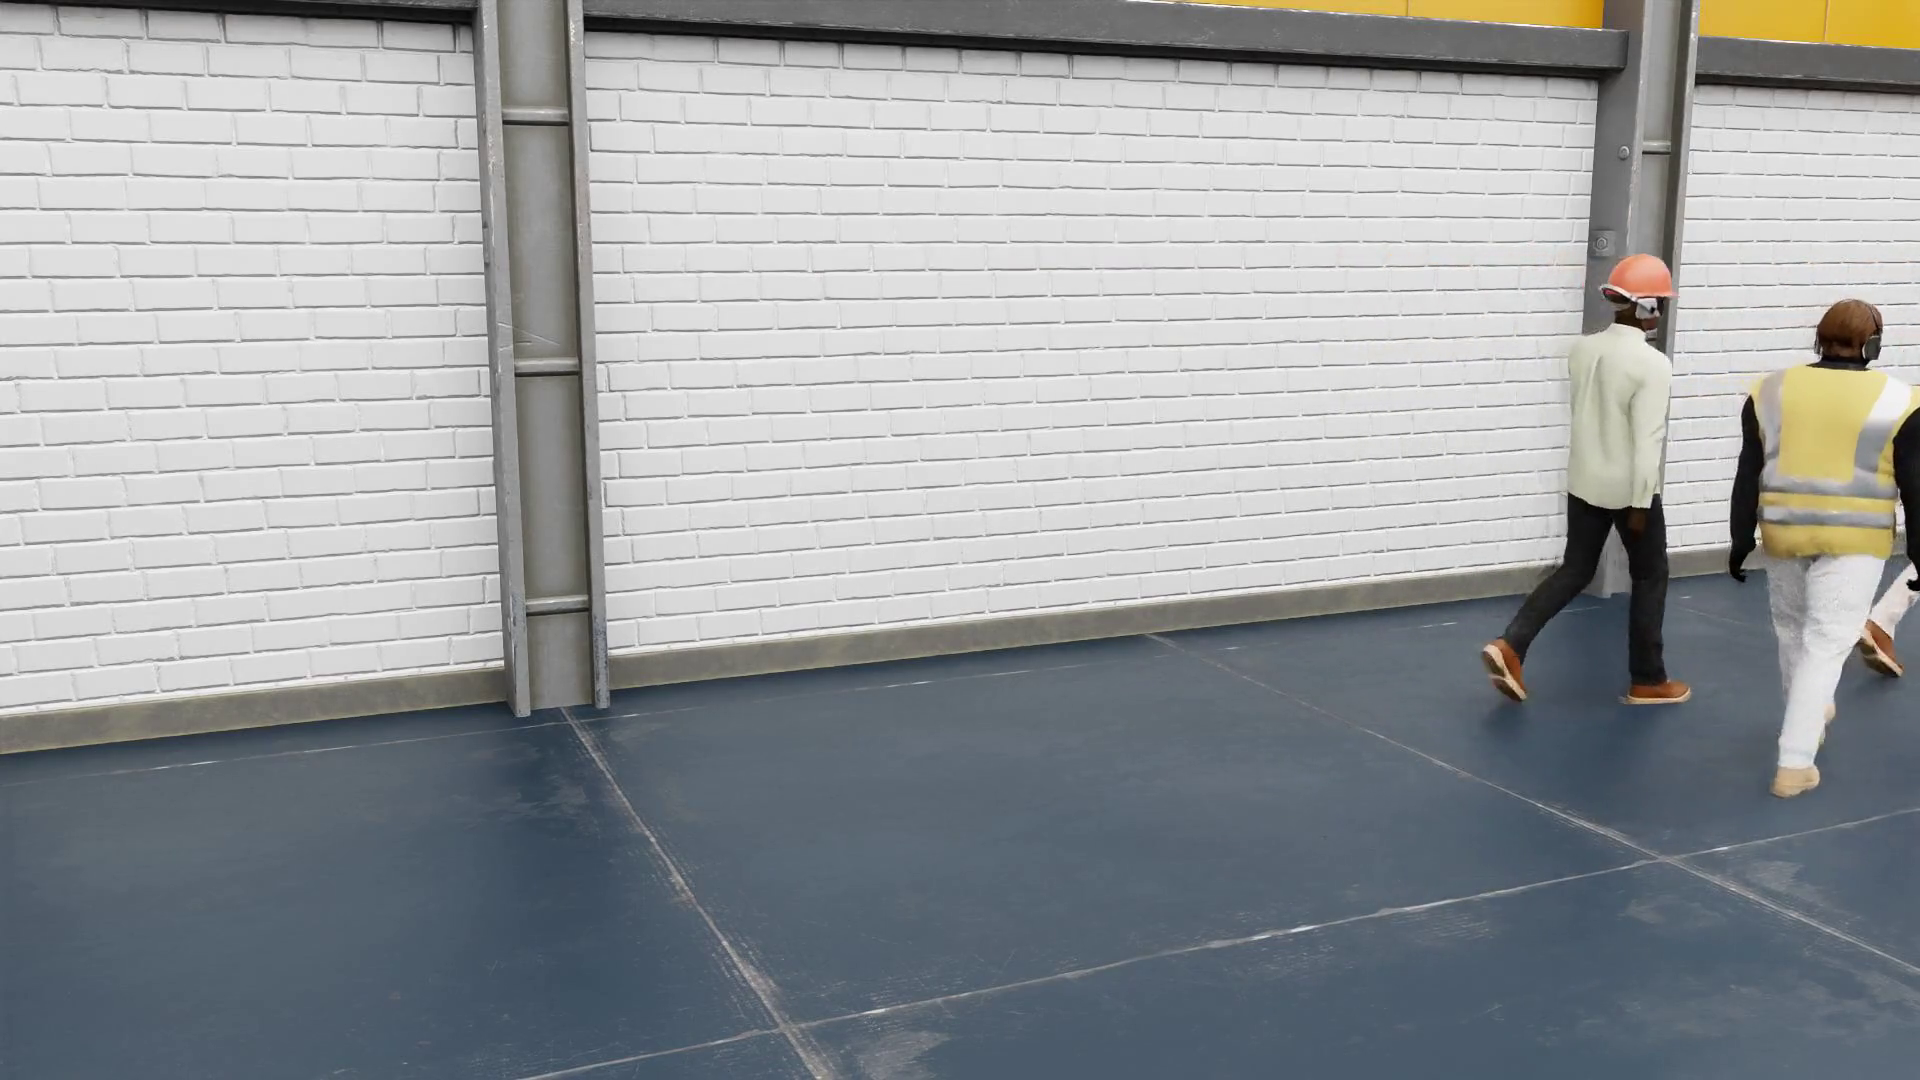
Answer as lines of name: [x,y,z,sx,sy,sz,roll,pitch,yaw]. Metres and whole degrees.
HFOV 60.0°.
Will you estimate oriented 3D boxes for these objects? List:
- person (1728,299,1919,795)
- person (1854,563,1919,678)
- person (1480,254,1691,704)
person: [3.294,0.007,6.238,0.659,1.794,0.943,10,14,43]
person: [4.578,-0.306,7.521,0.922,1.964,0.621,-1,10,-6]
person: [2.739,-0.234,7.120,0.911,1.963,0.610,-4,11,-20]
